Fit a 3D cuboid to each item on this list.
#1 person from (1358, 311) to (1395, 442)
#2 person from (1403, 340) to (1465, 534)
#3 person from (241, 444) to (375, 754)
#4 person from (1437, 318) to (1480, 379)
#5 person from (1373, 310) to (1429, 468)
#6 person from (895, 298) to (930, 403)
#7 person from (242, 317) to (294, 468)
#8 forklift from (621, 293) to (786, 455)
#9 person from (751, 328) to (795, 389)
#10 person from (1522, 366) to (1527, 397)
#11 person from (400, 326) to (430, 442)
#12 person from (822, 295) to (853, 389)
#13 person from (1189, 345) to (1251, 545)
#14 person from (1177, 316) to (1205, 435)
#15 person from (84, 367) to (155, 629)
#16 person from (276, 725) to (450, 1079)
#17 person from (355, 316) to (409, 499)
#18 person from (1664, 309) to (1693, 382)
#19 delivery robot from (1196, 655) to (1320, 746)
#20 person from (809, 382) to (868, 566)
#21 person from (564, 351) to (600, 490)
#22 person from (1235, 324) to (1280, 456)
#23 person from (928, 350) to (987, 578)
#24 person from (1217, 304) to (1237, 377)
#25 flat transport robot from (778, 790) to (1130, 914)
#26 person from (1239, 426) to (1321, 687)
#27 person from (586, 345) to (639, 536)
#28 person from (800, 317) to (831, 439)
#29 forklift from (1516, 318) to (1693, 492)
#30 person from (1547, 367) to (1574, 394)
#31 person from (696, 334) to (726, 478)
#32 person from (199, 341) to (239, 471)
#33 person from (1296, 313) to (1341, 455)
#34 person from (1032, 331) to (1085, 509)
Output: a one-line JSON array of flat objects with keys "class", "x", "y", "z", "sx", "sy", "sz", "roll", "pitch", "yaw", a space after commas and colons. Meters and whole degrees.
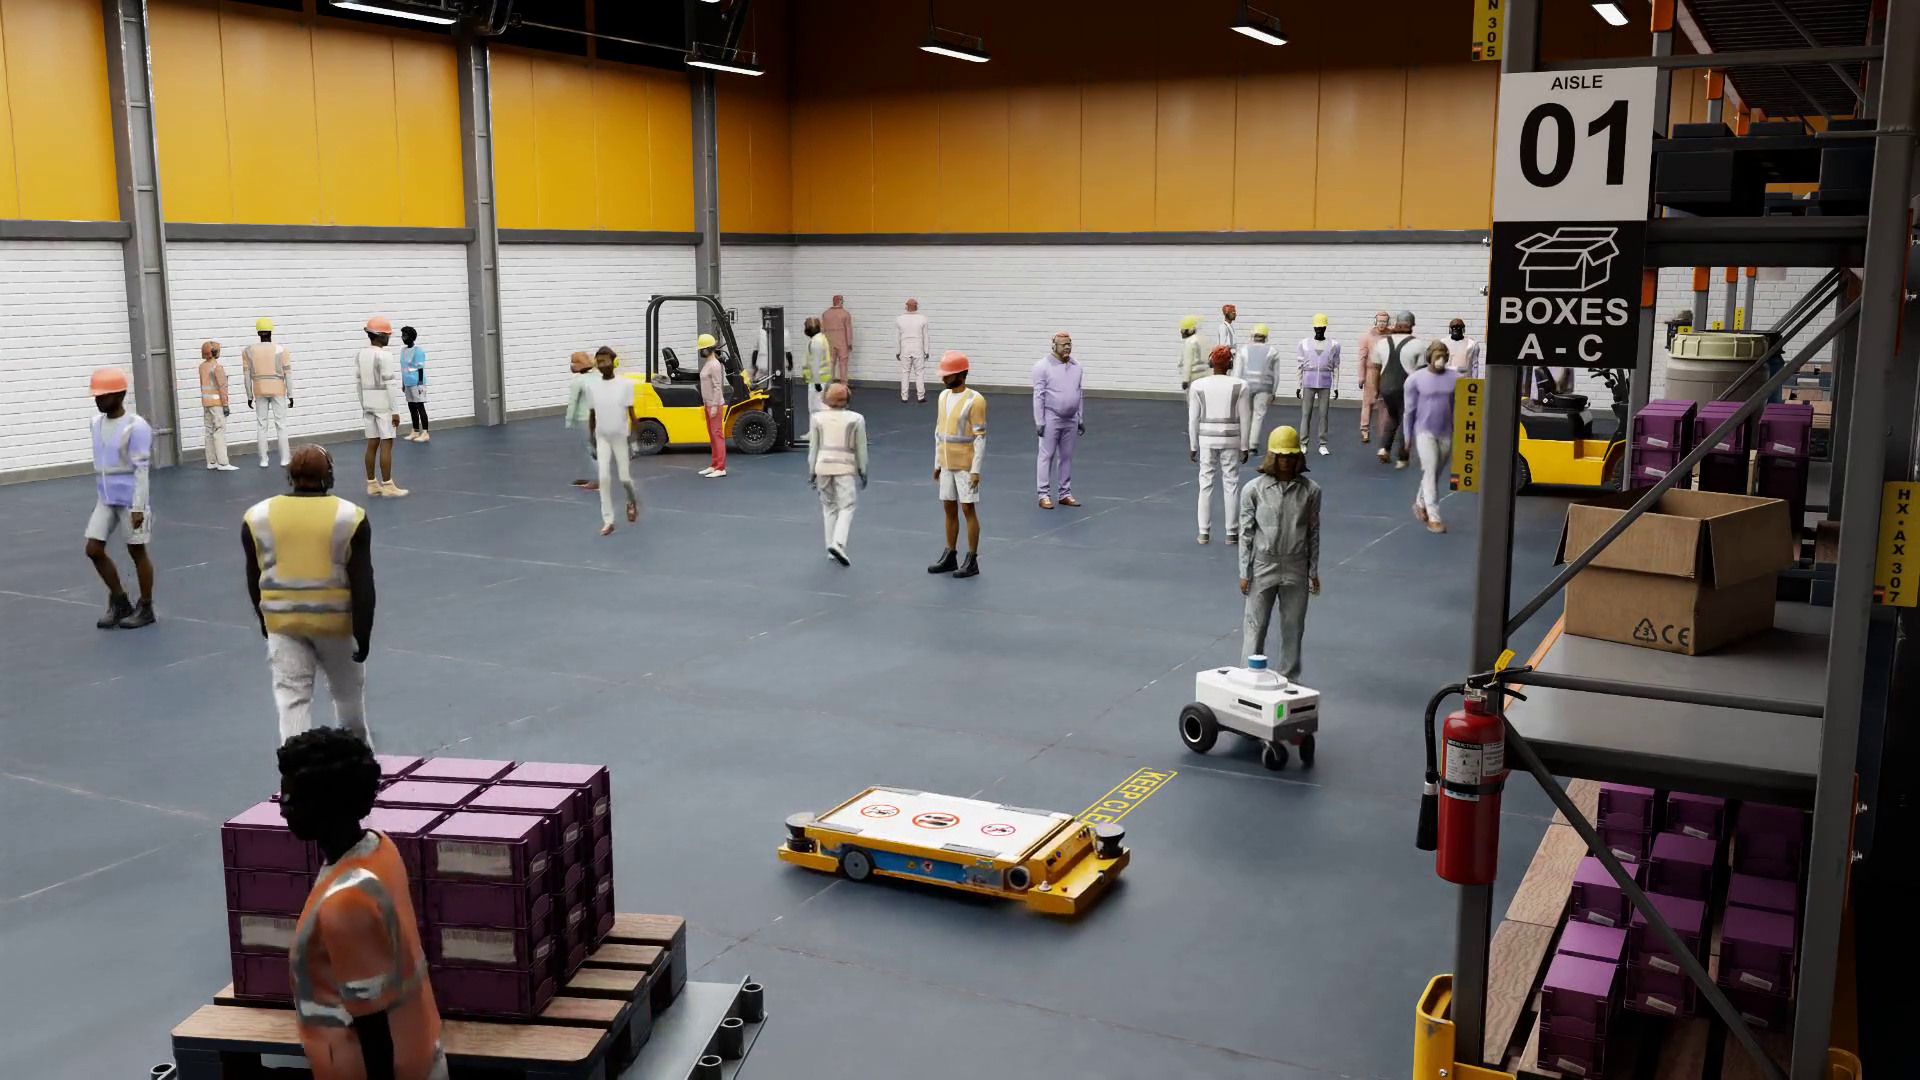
[{"class": "person", "x": 6.104, "y": -2.368, "z": 24.177, "sx": 0.651, "sy": 1.904, "sz": 0.404, "roll": -1, "pitch": 10, "yaw": -8}, {"class": "person", "x": 4.755, "y": -1.062, "z": 16.702, "sx": 0.642, "sy": 1.897, "sz": 1.032, "roll": -1, "pitch": 10, "yaw": -7}, {"class": "person", "x": -3.258, "y": 0.412, "z": 8.431, "sx": 0.627, "sy": 1.788, "sz": 0.951, "roll": -2, "pitch": 10, "yaw": -11}, {"class": "person", "x": 6.884, "y": -2.161, "z": 23.166, "sx": 0.631, "sy": 1.843, "sz": 0.429, "roll": 3, "pitch": 10, "yaw": 19}, {"class": "person", "x": 5.688, "y": -1.950, "z": 21.362, "sx": 0.702, "sy": 2.000, "sz": 0.543, "roll": 9, "pitch": 14, "yaw": 43}, {"class": "person", "x": -0.869, "y": -3.473, "z": 30.556, "sx": 0.646, "sy": 1.913, "sz": 0.409, "roll": 1, "pitch": 10, "yaw": 6}, {"class": "person", "x": -8.842, "y": -1.883, "z": 21.296, "sx": 0.588, "sy": 1.930, "sz": 0.364, "roll": -2, "pitch": 10, "yaw": -12}, {"class": "forklift", "x": -3.588, "y": -2.317, "z": 23.042, "sx": 2.313, "sy": 2.155, "sz": 1.214, "roll": -1, "pitch": 10, "yaw": -5}, {"class": "person", "x": -2.925, "y": -2.724, "z": 26.200, "sx": 0.647, "sy": 1.907, "sz": 0.990, "roll": 2, "pitch": 10, "yaw": 14}, {"class": "person", "x": 7.672, "y": -2.177, "z": 22.973, "sx": 0.356, "sy": 1.937, "sz": 0.552, "roll": 3, "pitch": 10, "yaw": 19}, {"class": "person", "x": -7.970, "y": -2.274, "z": 24.253, "sx": 0.536, "sy": 1.691, "sz": 0.319, "roll": 9, "pitch": 13, "yaw": 42}, {"class": "person", "x": -2.447, "y": -3.977, "z": 33.497, "sx": 0.644, "sy": 1.904, "sz": 0.399, "roll": 4, "pitch": 11, "yaw": 24}, {"class": "person", "x": 2.446, "y": -0.889, "z": 15.689, "sx": 0.574, "sy": 1.880, "sz": 0.356, "roll": 3, "pitch": 10, "yaw": 15}, {"class": "person", "x": 3.489, "y": -2.472, "z": 25.098, "sx": 0.456, "sy": 1.800, "sz": 0.623, "roll": 3, "pitch": 10, "yaw": 19}, {"class": "person", "x": -6.110, "y": -0.286, "z": 12.048, "sx": 0.558, "sy": 1.921, "sz": 0.551, "roll": 4, "pitch": 10, "yaw": 21}, {"class": "person", "x": -1.433, "y": 1.245, "z": 4.014, "sx": 0.887, "sy": 1.642, "sz": 0.537, "roll": -2, "pitch": 10, "yaw": -10}, {"class": "person", "x": -6.499, "y": -1.491, "z": 18.699, "sx": 0.615, "sy": 2.041, "sz": 0.391, "roll": 7, "pitch": 12, "yaw": 35}, {"class": "person", "x": 10.710, "y": -2.479, "z": 24.804, "sx": 0.804, "sy": 1.916, "sz": 0.634, "roll": -2, "pitch": 10, "yaw": -14}, {"class": "delivery robot", "x": 1.616, "y": 0.872, "z": 9.053, "sx": 0.477, "sy": 0.478, "sz": 0.707, "roll": -7, "pitch": 12, "yaw": -33}, {"class": "person", "x": -1.102, "y": -0.578, "z": 14.690, "sx": 0.530, "sy": 1.607, "sz": 0.640, "roll": 2, "pitch": 10, "yaw": 10}, {"class": "person", "x": -4.405, "y": -1.383, "z": 19.318, "sx": 0.682, "sy": 1.604, "sz": 0.522, "roll": 4, "pitch": 10, "yaw": 21}, {"class": "person", "x": 4.073, "y": -2.060, "z": 22.800, "sx": 0.581, "sy": 1.775, "sz": 0.901, "roll": 4, "pitch": 11, "yaw": 22}, {"class": "person", "x": -0.032, "y": -0.643, "z": 14.127, "sx": 0.374, "sy": 1.928, "sz": 0.542, "roll": -9, "pitch": 14, "yaw": -43}, {"class": "person", "x": 4.492, "y": -3.015, "z": 27.988, "sx": 0.354, "sy": 1.883, "sz": 0.573, "roll": 3, "pitch": 10, "yaw": 18}, {"class": "flat transport robot", "x": -0.030, "y": 1.347, "z": 7.395, "sx": 1.431, "sy": 0.197, "sz": 0.652, "roll": 5, "pitch": 11, "yaw": 25}, {"class": "person", "x": 1.891, "y": 0.192, "z": 9.820, "sx": 0.506, "sy": 1.742, "sz": 0.308, "roll": -1, "pitch": 10, "yaw": -5}, {"class": "person", "x": -3.395, "y": -0.998, "z": 16.386, "sx": 0.521, "sy": 1.856, "sz": 0.665, "roll": 1, "pitch": 10, "yaw": 3}, {"class": "person", "x": -2.001, "y": -2.353, "z": 24.355, "sx": 0.671, "sy": 1.827, "sz": 0.637, "roll": 0, "pitch": 10, "yaw": 2}, {"class": "forklift", "x": 7.066, "y": -1.601, "z": 18.899, "sx": 2.313, "sy": 2.155, "sz": 1.214, "roll": 5, "pitch": 11, "yaw": 27}, {"class": "person", "x": 7.242, "y": -1.631, "z": 20.251, "sx": 1.032, "sy": 1.797, "sz": 0.587, "roll": 1, "pitch": 10, "yaw": 7}, {"class": "person", "x": -3.063, "y": -1.645, "z": 20.419, "sx": 0.328, "sy": 1.760, "sz": 0.523, "roll": -4, "pitch": 10, "yaw": -20}, {"class": "person", "x": -9.403, "y": -1.689, "z": 21.003, "sx": 0.514, "sy": 1.644, "sz": 0.307, "roll": 7, "pitch": 12, "yaw": 36}, {"class": "person", "x": 4.874, "y": -2.118, "z": 22.662, "sx": 0.586, "sy": 1.928, "sz": 0.369, "roll": 2, "pitch": 10, "yaw": 9}, {"class": "person", "x": 1.084, "y": -1.292, "z": 17.939, "sx": 0.636, "sy": 1.911, "sz": 0.404, "roll": -6, "pitch": 12, "yaw": -32}]
